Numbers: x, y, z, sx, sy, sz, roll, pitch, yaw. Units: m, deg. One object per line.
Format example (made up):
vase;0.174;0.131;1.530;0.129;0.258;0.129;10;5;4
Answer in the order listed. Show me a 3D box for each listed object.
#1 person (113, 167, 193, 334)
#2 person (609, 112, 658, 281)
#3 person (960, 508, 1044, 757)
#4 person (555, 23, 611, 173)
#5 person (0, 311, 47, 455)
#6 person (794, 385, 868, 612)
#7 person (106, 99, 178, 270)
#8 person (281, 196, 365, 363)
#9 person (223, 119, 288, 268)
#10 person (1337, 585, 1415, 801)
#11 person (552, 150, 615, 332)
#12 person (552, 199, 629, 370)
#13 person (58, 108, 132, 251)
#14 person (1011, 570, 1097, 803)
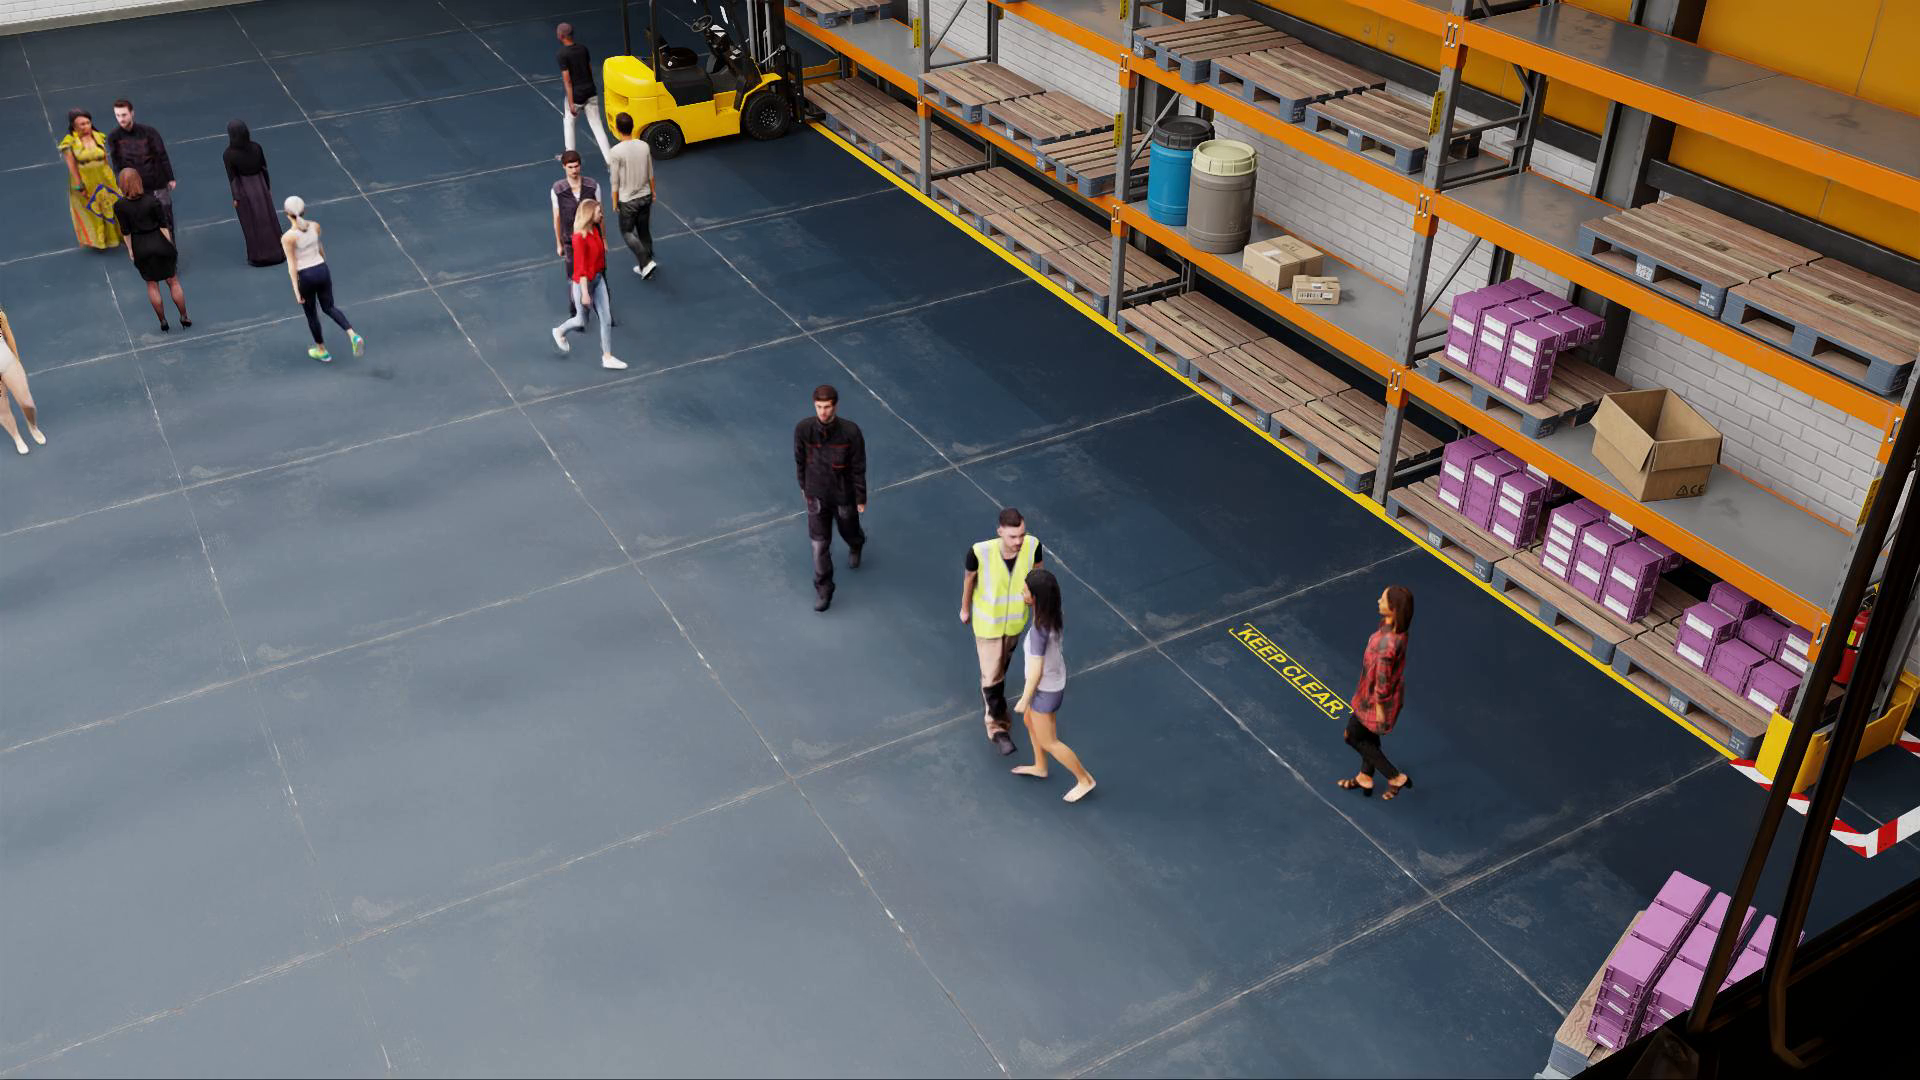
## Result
person;-7.997;-2.862;16.451;0.625;1.706;0.562;-11;35;-16
person;-3.357;-3.544;17.396;0.751;1.795;0.834;-24;41;-32
person;0.257;0.499;11.314;0.842;1.794;1.184;-10;35;-15
person;-4.518;-5.290;20.064;1.194;1.750;0.955;24;41;32
person;-8.405;-1.521;14.498;0.570;1.634;0.567;-22;39;-29
person;-0.944;-0.394;12.642;1.123;1.812;1.238;4;34;7
person;-8.612;-3.770;17.677;1.022;1.861;1.275;-3;34;-5
person;-6.077;-2.432;15.821;1.062;1.687;0.872;19;38;26
person;-7.615;-3.740;17.856;0.664;1.613;0.667;-29;43;-36
person;2.754;1.014;10.636;0.859;1.688;0.792;15;36;21
person;-3.751;-2.986;16.509;0.692;1.848;0.631;-11;35;-17
person;-3.595;-2.419;15.809;1.115;1.678;1.031;11;35;16
person;-9.455;-3.878;18.061;1.331;1.616;1.097;23;40;30
person;0.598;0.962;10.695;0.926;1.710;0.878;4;34;6
